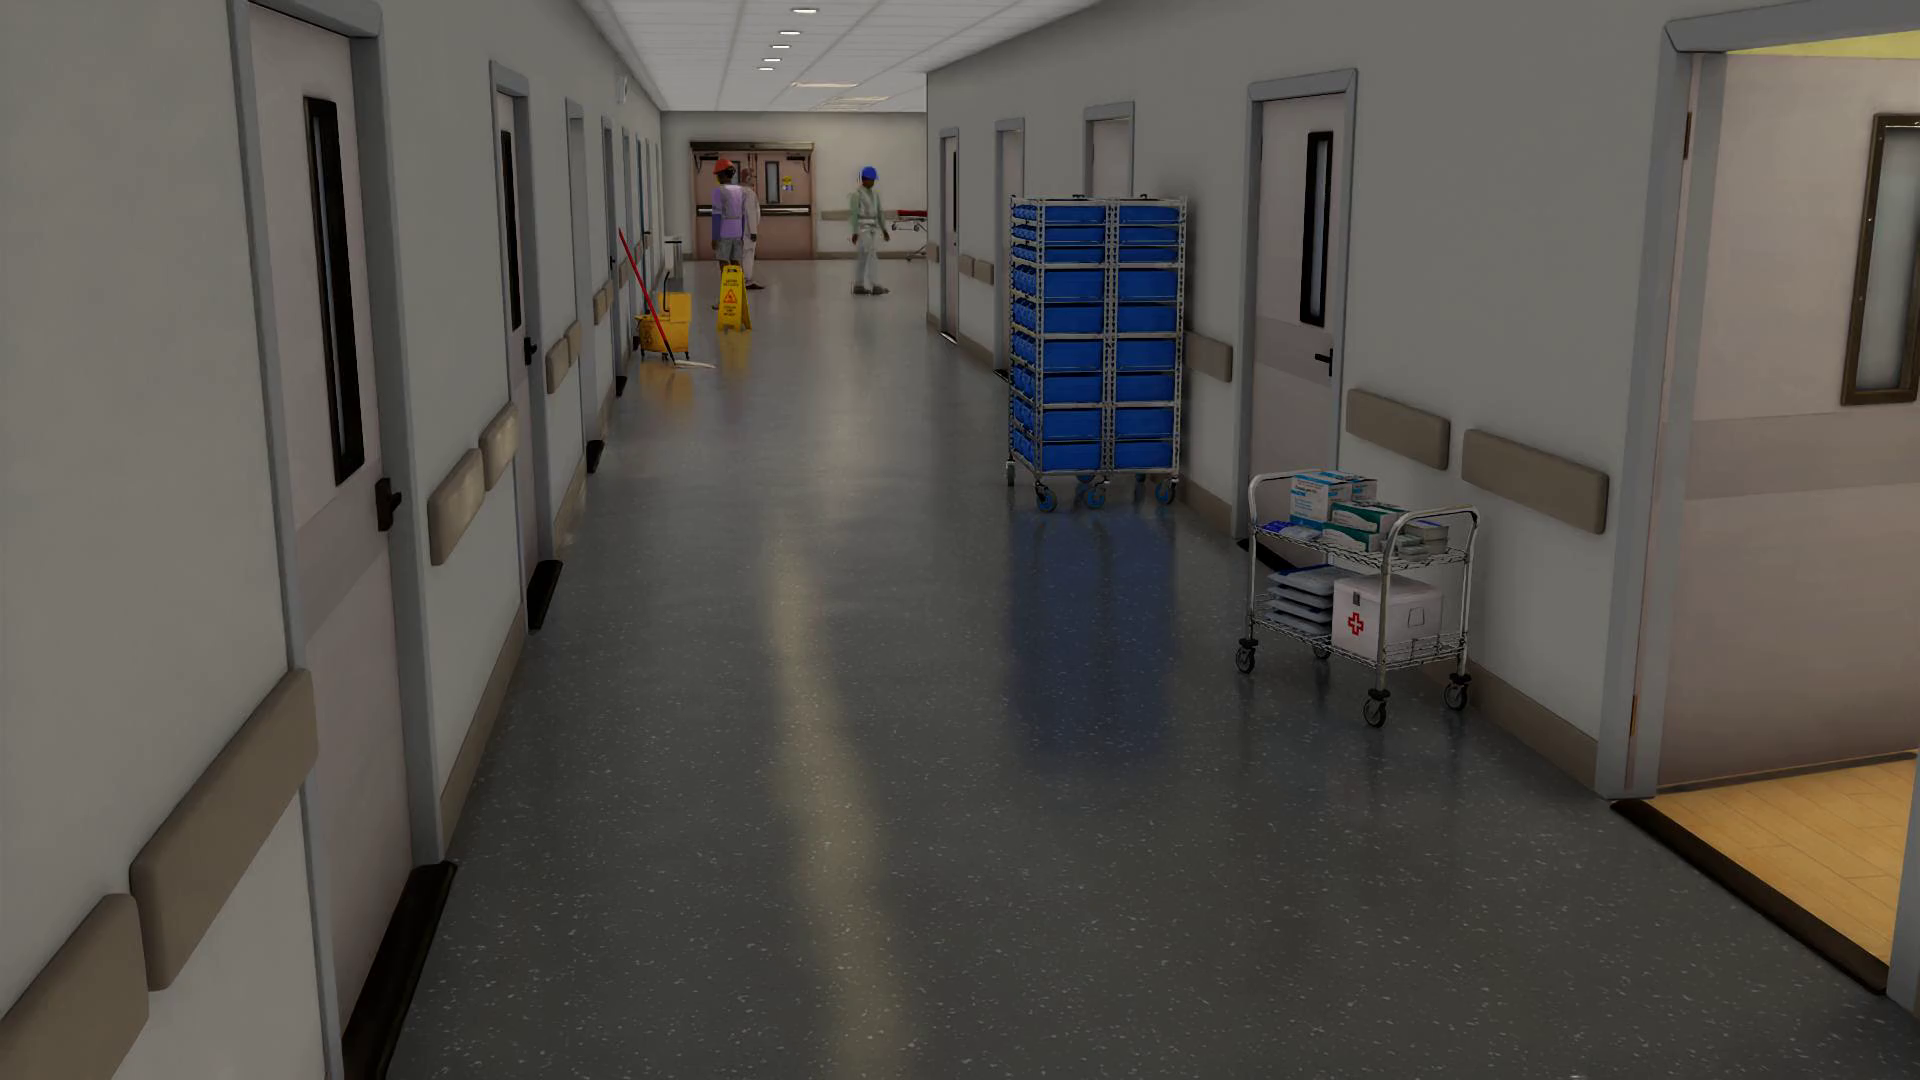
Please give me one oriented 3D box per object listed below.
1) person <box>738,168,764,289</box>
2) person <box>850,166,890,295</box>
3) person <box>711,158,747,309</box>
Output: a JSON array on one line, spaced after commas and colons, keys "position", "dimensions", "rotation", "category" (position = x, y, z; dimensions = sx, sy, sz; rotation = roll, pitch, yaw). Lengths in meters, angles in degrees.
[{"position": [-3.349, -4.916, 26.313], "dimensions": [0.400, 1.903, 0.651], "rotation": [-7, 14, -28], "category": "person"}, {"position": [-1.303, -4.656, 25.095], "dimensions": [0.852, 1.908, 0.618], "rotation": [6, 14, 25], "category": "person"}, {"position": [-3.163, -4.148, 22.609], "dimensions": [0.410, 2.030, 0.611], "rotation": [9, 15, 34], "category": "person"}]
